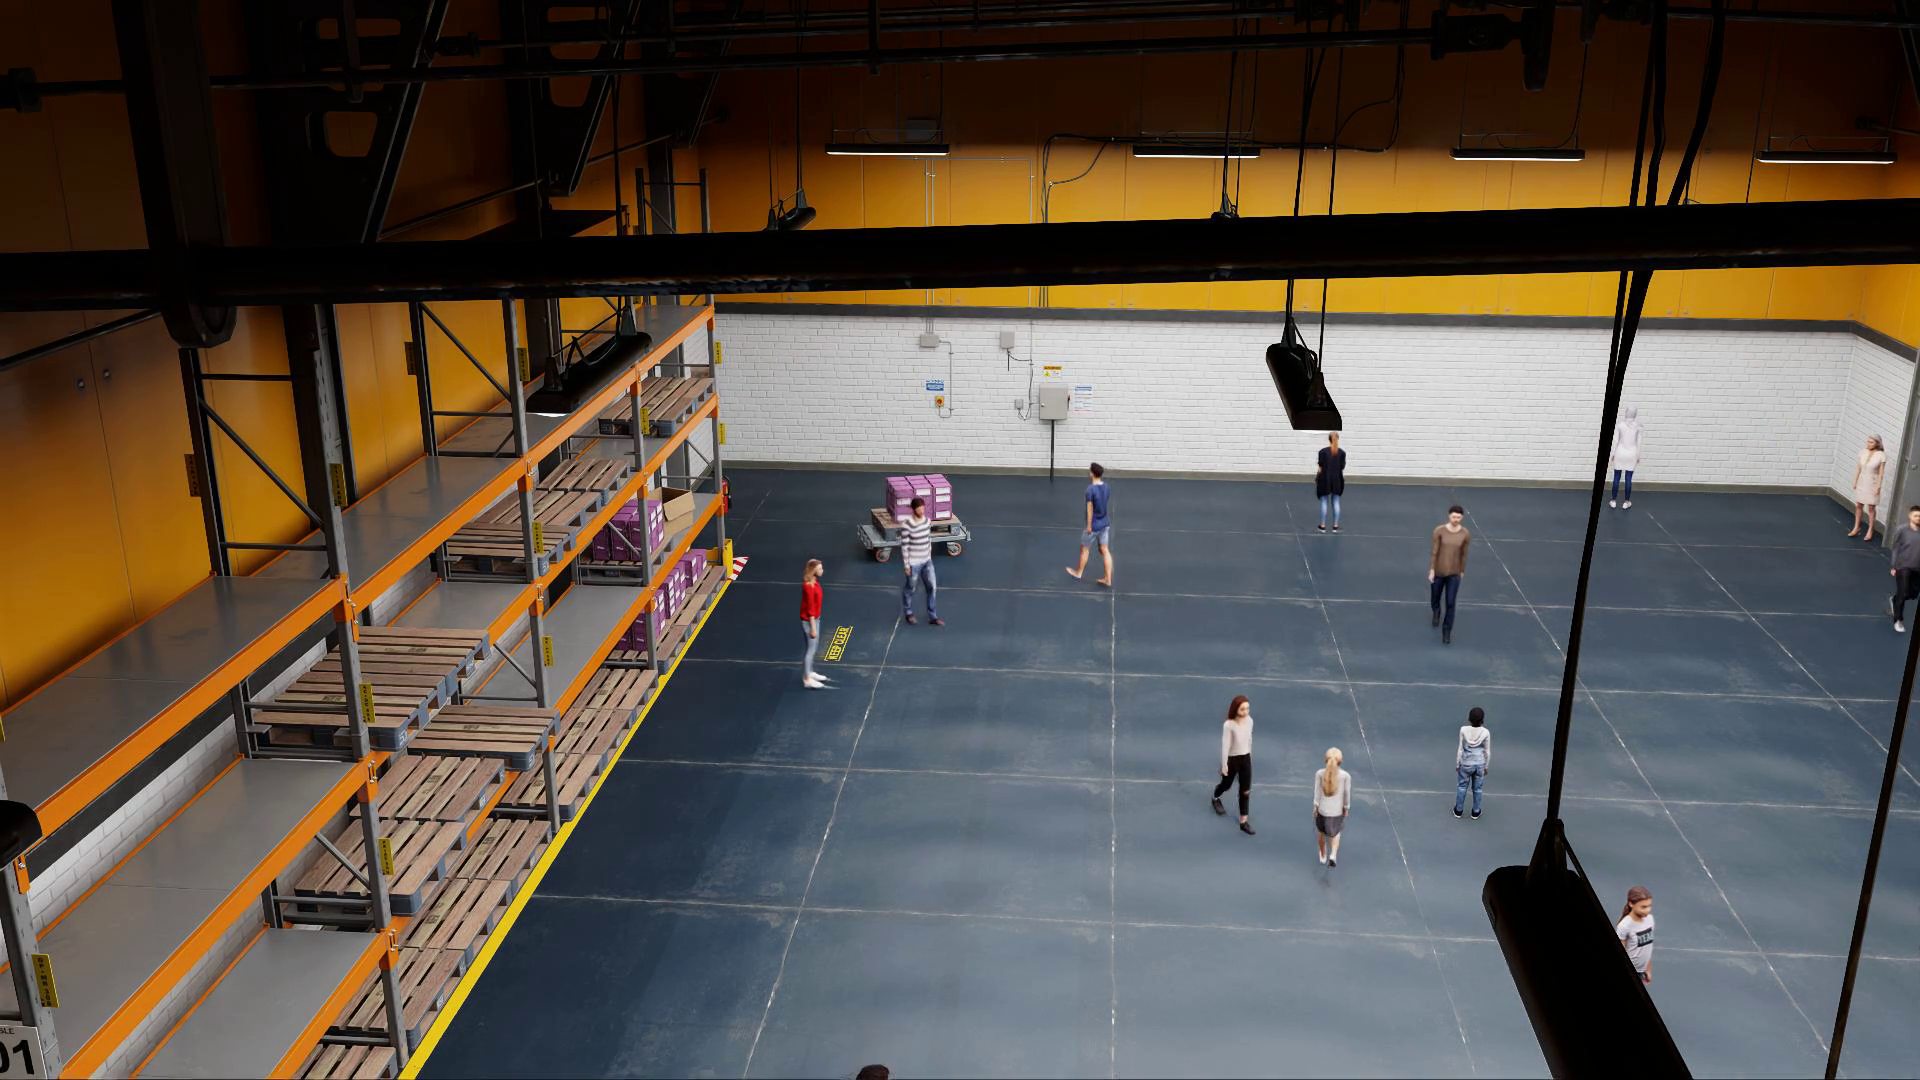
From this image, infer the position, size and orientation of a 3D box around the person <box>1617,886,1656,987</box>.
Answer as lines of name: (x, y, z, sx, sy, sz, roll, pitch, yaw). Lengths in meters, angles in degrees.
person: (5.499, 3.528, 13.680, 0.616, 1.562, 0.654, -9, 20, -24)

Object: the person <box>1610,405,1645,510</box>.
person: (11.216, -1.411, 28.010, 0.670, 1.776, 0.635, 8, 20, 23)

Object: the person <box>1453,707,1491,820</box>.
person: (5.426, 2.355, 17.635, 0.511, 1.261, 0.523, 5, 19, 13)

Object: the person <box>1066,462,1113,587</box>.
person: (2.068, -0.188, 24.324, 1.033, 1.810, 1.103, -15, 23, -37)

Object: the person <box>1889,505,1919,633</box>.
person: (12.981, 0.360, 22.804, 0.604, 1.741, 0.893, 2, 19, 5)

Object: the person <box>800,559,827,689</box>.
person: (-1.873, 1.029, 20.883, 0.684, 1.699, 0.473, 1, 19, 2)

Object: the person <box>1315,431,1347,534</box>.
person: (5.973, -0.951, 26.788, 0.618, 1.683, 0.543, 1, 19, 4)

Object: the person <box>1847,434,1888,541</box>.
person: (14.426, -0.849, 26.412, 0.768, 1.730, 0.695, -13, 22, -33)

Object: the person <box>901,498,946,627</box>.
person: (-0.634, 0.280, 22.908, 0.977, 1.826, 1.069, -12, 22, -32)

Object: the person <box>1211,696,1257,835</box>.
person: (2.862, 2.306, 17.473, 0.875, 1.456, 1.063, -8, 20, -23)

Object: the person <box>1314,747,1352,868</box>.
person: (3.699, 2.695, 16.619, 0.563, 1.264, 0.689, 5, 19, 13)

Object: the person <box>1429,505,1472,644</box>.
person: (6.569, 0.410, 22.471, 0.797, 1.858, 1.181, 5, 19, 14)
